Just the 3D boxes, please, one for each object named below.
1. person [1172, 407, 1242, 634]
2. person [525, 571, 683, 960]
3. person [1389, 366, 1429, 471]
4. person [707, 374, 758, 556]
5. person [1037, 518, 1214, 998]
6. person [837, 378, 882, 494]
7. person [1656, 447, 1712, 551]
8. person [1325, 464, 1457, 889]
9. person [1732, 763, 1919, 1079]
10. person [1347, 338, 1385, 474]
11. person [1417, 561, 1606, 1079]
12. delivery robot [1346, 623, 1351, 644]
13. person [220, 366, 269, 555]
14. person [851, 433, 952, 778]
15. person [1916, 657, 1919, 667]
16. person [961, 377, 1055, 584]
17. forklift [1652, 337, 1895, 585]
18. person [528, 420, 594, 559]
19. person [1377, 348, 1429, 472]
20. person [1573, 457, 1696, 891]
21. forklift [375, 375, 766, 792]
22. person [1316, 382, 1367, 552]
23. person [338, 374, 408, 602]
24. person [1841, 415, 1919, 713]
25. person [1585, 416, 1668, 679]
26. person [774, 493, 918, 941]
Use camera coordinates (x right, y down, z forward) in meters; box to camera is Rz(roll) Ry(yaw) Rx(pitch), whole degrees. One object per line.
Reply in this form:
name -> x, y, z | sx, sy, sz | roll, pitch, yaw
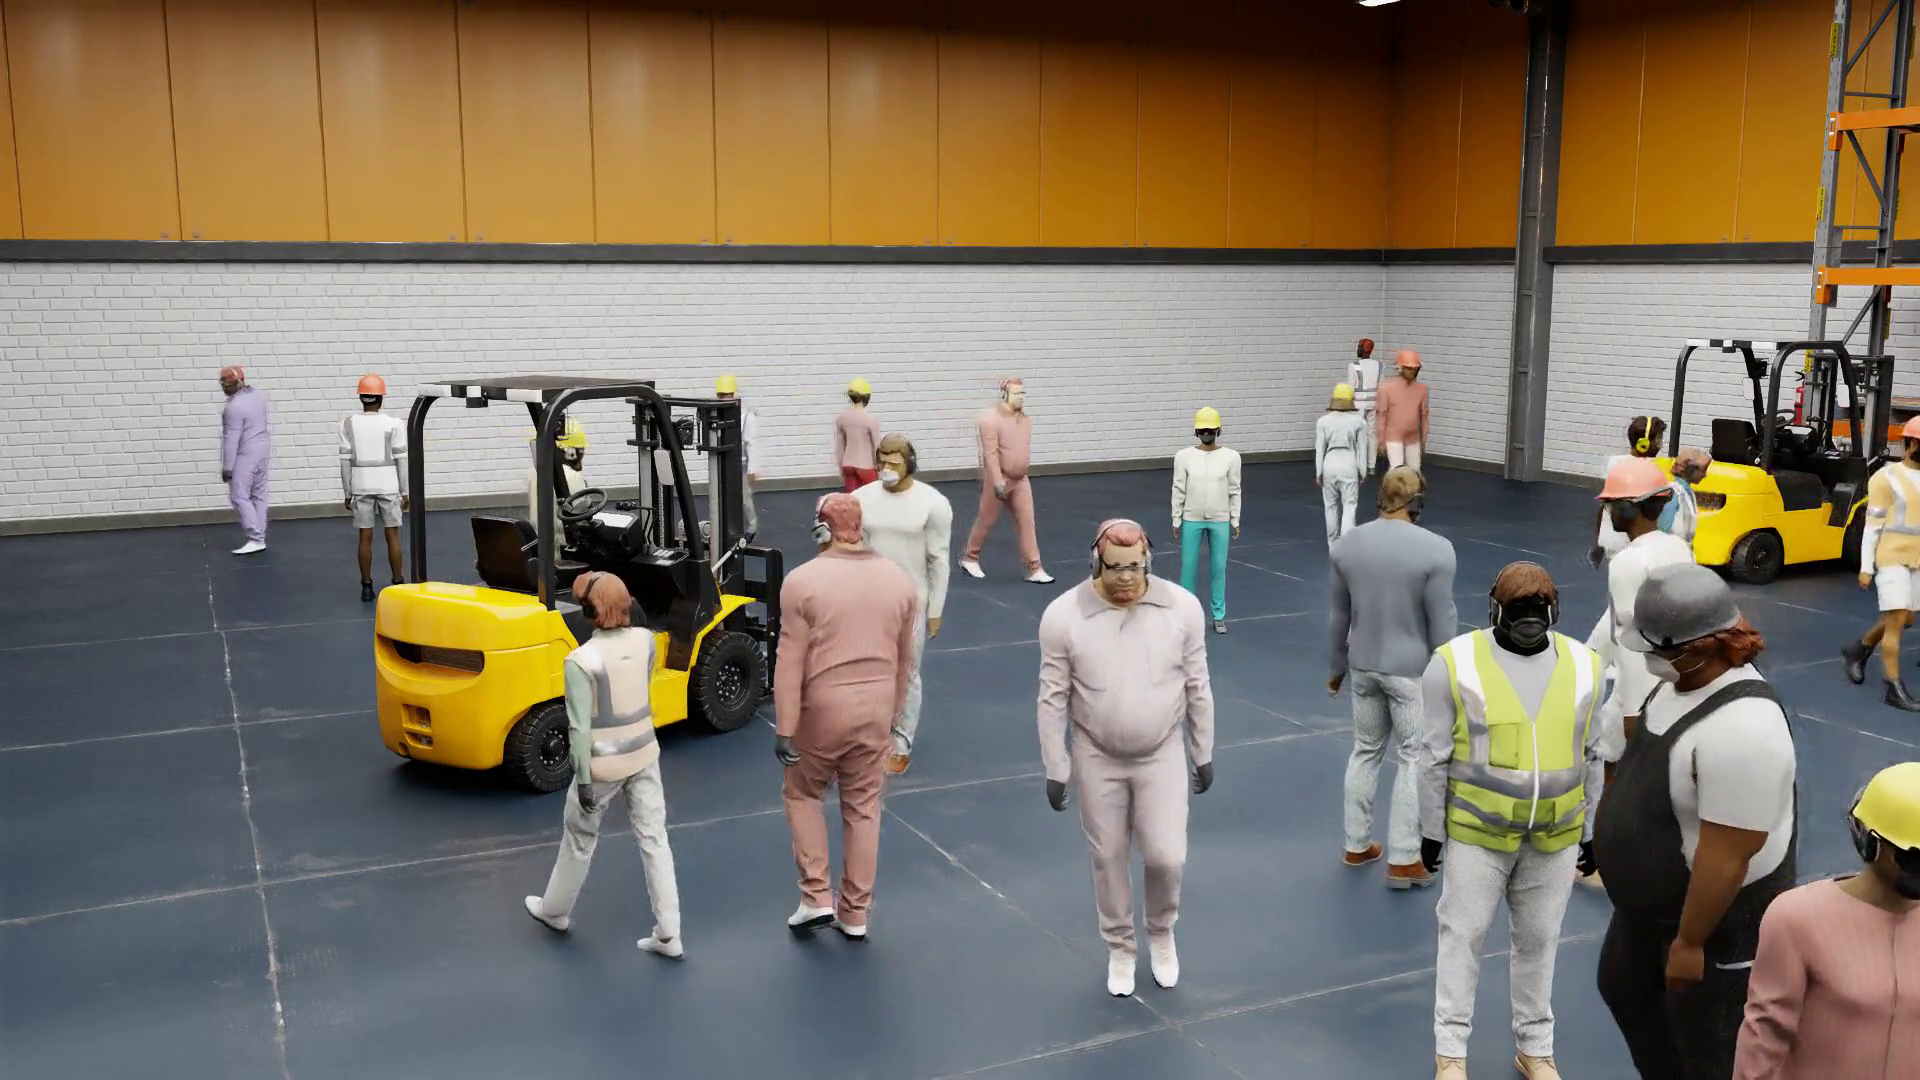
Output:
person -> 1.899, -0.146, 12.838 | 0.534, 1.767, 0.319 | 1, 9, 7
person -> -1.469, 0.909, 6.848 | 0.842, 1.590, 0.516 | 7, 11, 36
person -> 5.750, -1.491, 21.493 | 0.571, 1.673, 0.700 | 3, 10, 20
person -> -2.267, -0.771, 16.663 | 0.592, 1.797, 0.898 | 3, 10, 16
person -> 0.634, 0.838, 6.373 | 0.686, 1.880, 0.436 | 1, 9, 3
person -> -1.001, -0.719, 16.401 | 0.539, 1.753, 0.462 | 6, 11, 34
person -> 4.818, 0.179, 11.266 | 0.416, 1.611, 0.573 | 6, 11, 34
person -> 1.945, 0.617, 7.637 | 0.473, 1.916, 0.667 | -8, 12, -42
person -> 2.028, 1.312, 3.824 | 0.556, 1.744, 0.567 | 0, 9, 2
person -> 5.567, -1.830, 22.924 | 0.581, 1.884, 0.351 | -3, 10, -19
person -> 1.863, 0.980, 5.622 | 0.633, 1.842, 0.429 | 0, 9, 0
delivery robot -> 3.002, 0.606, 11.633 | 0.477, 0.478, 0.707 | -9, 13, -43
person -> -7.104, -0.794, 16.547 | 0.438, 1.877, 0.736 | 1, 9, 6
person -> -0.319, 0.335, 9.405 | 0.639, 1.916, 0.696 | 3, 10, 20
person -> 6.999, -0.008, 11.533 | 0.667, 1.906, 0.560 | -2, 9, -15
person -> 0.408, -0.543, 15.044 | 0.655, 1.860, 1.012 | -8, 12, -42
forklift -> 7.551, -0.789, 15.507 | 2.313, 2.155, 1.214 | -4, 10, -25
person -> -2.722, 0.103, 11.164 | 0.621, 1.807, 0.583 | 9, 13, 43
person -> 4.854, -1.135, 18.354 | 0.622, 1.967, 0.664 | -2, 9, -13
person -> 3.116, 0.644, 7.274 | 0.624, 1.996, 0.945 | -7, 12, -37
forklift -> -2.268, 0.149, 9.685 | 1.214, 2.155, 2.313 | 6, 11, 32
person -> 3.707, -0.672, 16.222 | 0.493, 1.727, 0.647 | 3, 10, 16
person -> -4.962, -0.440, 14.132 | 0.548, 1.937, 0.379 | -1, 9, -8
person -> 6.098, 0.112, 10.850 | 0.560, 1.910, 0.826 | -2, 9, -14
person -> 4.500, 0.074, 11.221 | 0.403, 1.840, 0.555 | -1, 9, -6
person -> -0.491, 0.745, 6.984 | 0.672, 1.873, 0.459 | -5, 11, -30
